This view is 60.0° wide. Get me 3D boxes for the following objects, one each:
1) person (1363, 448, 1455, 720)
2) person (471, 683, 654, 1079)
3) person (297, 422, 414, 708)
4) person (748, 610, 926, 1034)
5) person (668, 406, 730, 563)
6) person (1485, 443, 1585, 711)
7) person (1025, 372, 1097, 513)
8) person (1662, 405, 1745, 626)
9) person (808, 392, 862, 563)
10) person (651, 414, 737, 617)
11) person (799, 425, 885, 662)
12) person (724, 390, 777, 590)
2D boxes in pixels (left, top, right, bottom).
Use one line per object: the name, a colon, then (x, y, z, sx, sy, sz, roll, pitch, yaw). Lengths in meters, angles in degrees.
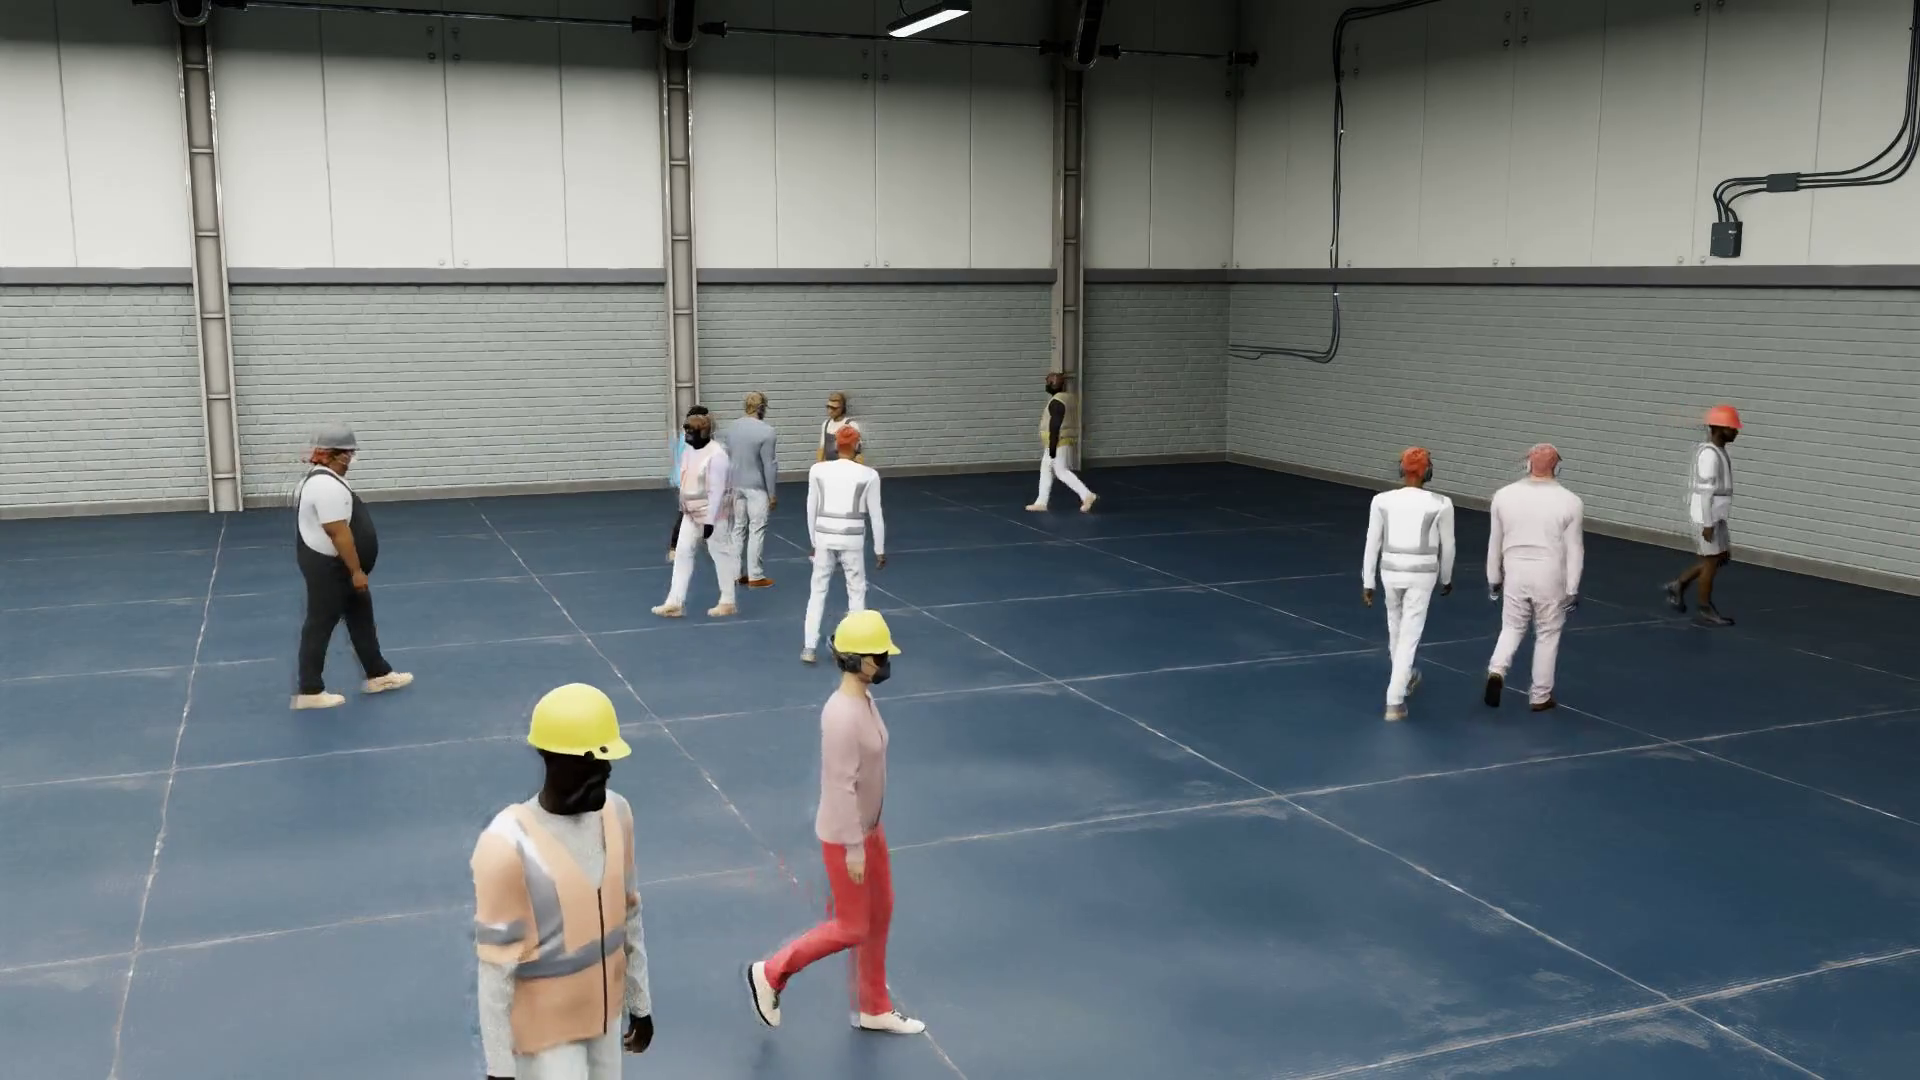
person: (3.154, 0.276, 11.607, 0.569, 1.831, 0.952, 6, 11, 34)
person: (-1.103, 1.338, 4.695, 0.435, 1.914, 0.618, 4, 10, 26)
person: (-4.302, 0.153, 11.754, 0.911, 2.000, 0.704, -3, 10, -19)
person: (-0.486, 1.129, 6.540, 0.614, 1.746, 0.529, 2, 9, 10)
person: (-2.755, -0.596, 17.653, 0.837, 1.646, 0.541, -4, 10, -26)
person: (3.934, 0.279, 11.441, 0.653, 1.888, 0.635, 7, 12, 38)
person: (1.307, -1.240, 21.251, 0.883, 1.813, 0.633, 1, 9, 9)
person: (6.482, -0.217, 14.458, 0.552, 1.924, 0.556, 7, 11, 37)
person: (-1.355, -0.637, 17.434, 0.870, 1.808, 0.525, -7, 12, -39)
person: (-2.342, -0.193, 14.631, 0.863, 1.806, 0.652, -8, 12, -40)
person: (-0.936, 0.047, 12.947, 0.710, 1.872, 0.508, 1, 9, 7)
person: (-2.018, -0.485, 16.131, 0.623, 1.928, 0.375, 7, 11, 37)
